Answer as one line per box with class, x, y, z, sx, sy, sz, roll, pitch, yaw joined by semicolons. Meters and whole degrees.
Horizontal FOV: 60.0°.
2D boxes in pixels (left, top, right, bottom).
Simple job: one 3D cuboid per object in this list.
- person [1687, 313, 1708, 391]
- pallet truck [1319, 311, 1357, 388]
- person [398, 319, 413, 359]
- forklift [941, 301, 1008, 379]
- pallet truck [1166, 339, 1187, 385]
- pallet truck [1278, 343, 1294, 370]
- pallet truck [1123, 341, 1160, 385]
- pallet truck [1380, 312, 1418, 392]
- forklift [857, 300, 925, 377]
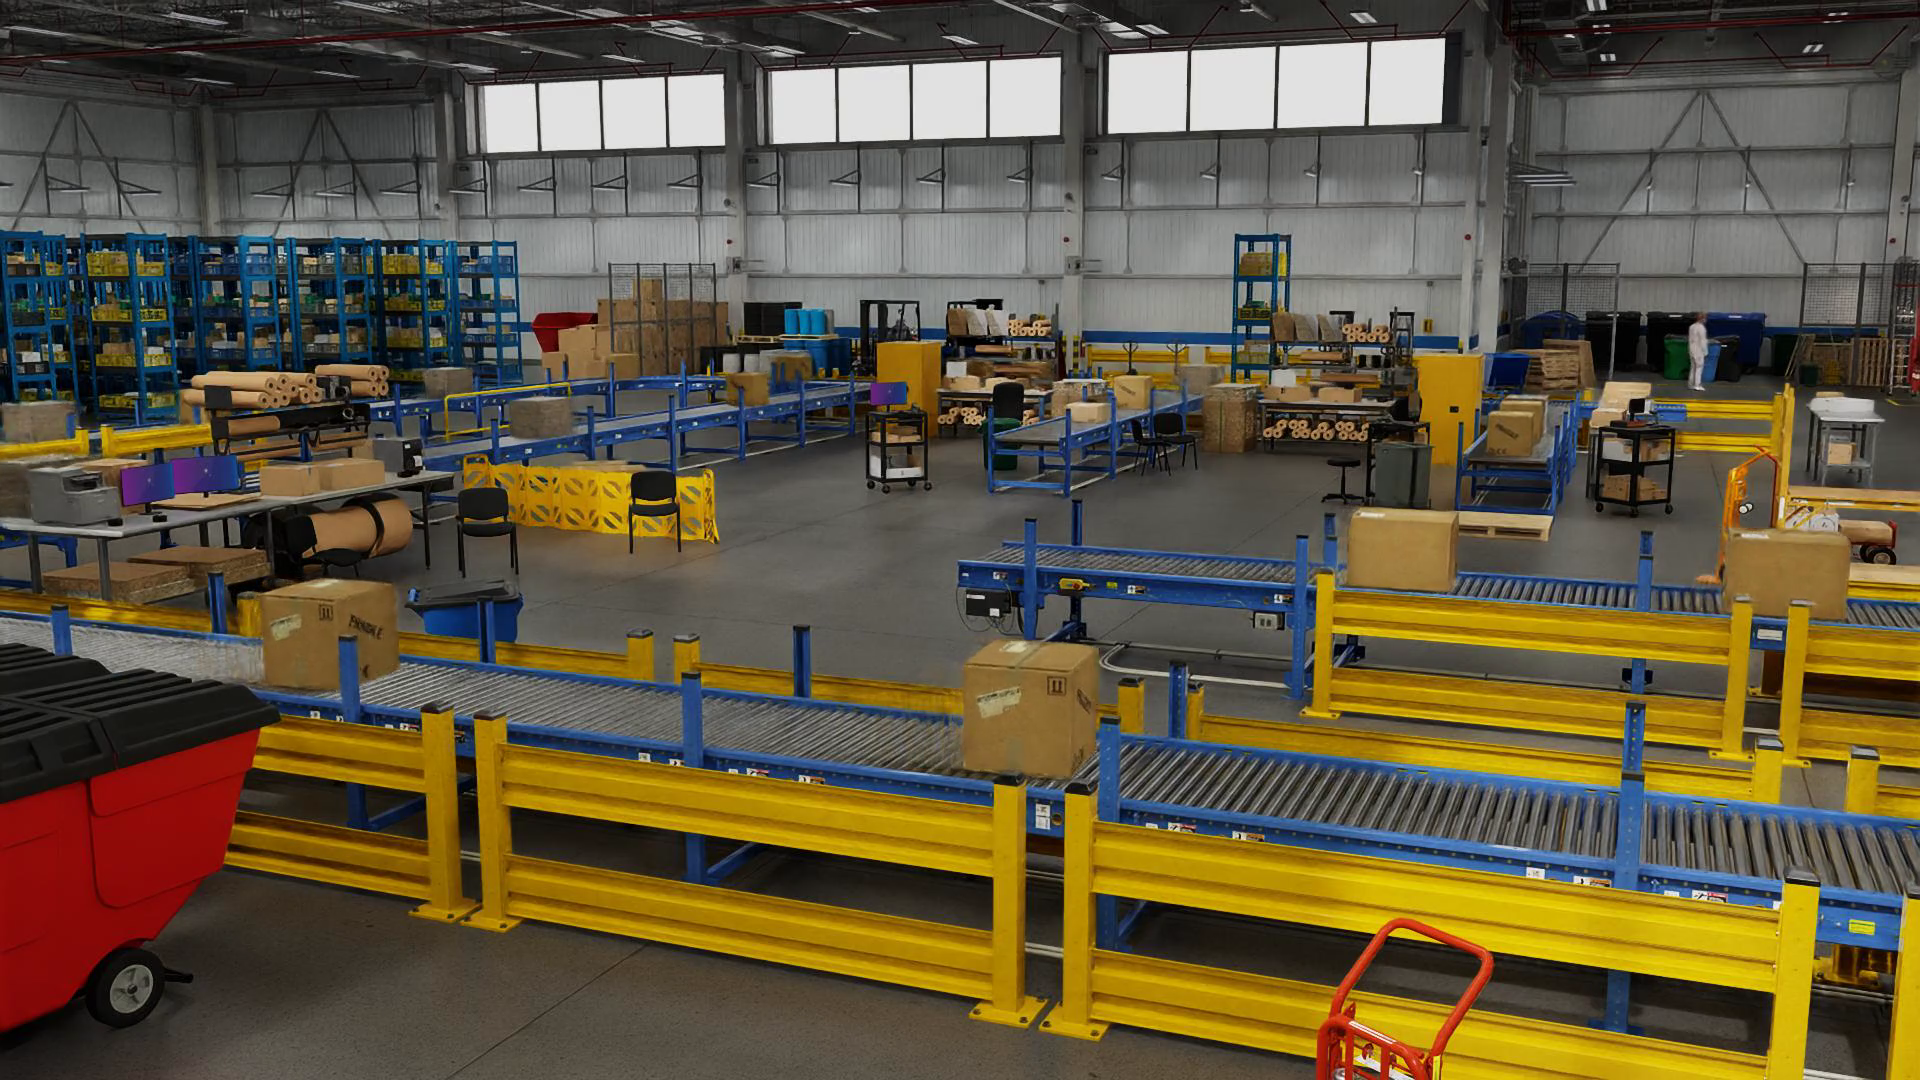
person;17.981;-4.579;40.476;0.423;1.895;0.662;0;9;-1
pallet truck;9.071;-4.419;39.190;0.823;1.965;1.885;5;10;26
person;-15.564;-5.597;46.937;0.591;1.792;0.965;3;10;16
forklift;0.365;-4.966;41.571;1.157;1.987;2.680;3;10;20
pallet truck;5.418;-4.269;40.420;0.704;1.261;1.522;3;10;20
pallet truck;7.886;-4.163;39.743;0.653;1.274;1.630;4;10;22
pallet truck;4.445;-4.380;41.279;0.680;1.201;1.601;4;10;22
pallet truck;10.207;-4.283;38.369;0.823;1.965;1.885;3;10;20
forklift;-1.732;-5.109;42.468;1.157;1.987;2.680;4;10;22
